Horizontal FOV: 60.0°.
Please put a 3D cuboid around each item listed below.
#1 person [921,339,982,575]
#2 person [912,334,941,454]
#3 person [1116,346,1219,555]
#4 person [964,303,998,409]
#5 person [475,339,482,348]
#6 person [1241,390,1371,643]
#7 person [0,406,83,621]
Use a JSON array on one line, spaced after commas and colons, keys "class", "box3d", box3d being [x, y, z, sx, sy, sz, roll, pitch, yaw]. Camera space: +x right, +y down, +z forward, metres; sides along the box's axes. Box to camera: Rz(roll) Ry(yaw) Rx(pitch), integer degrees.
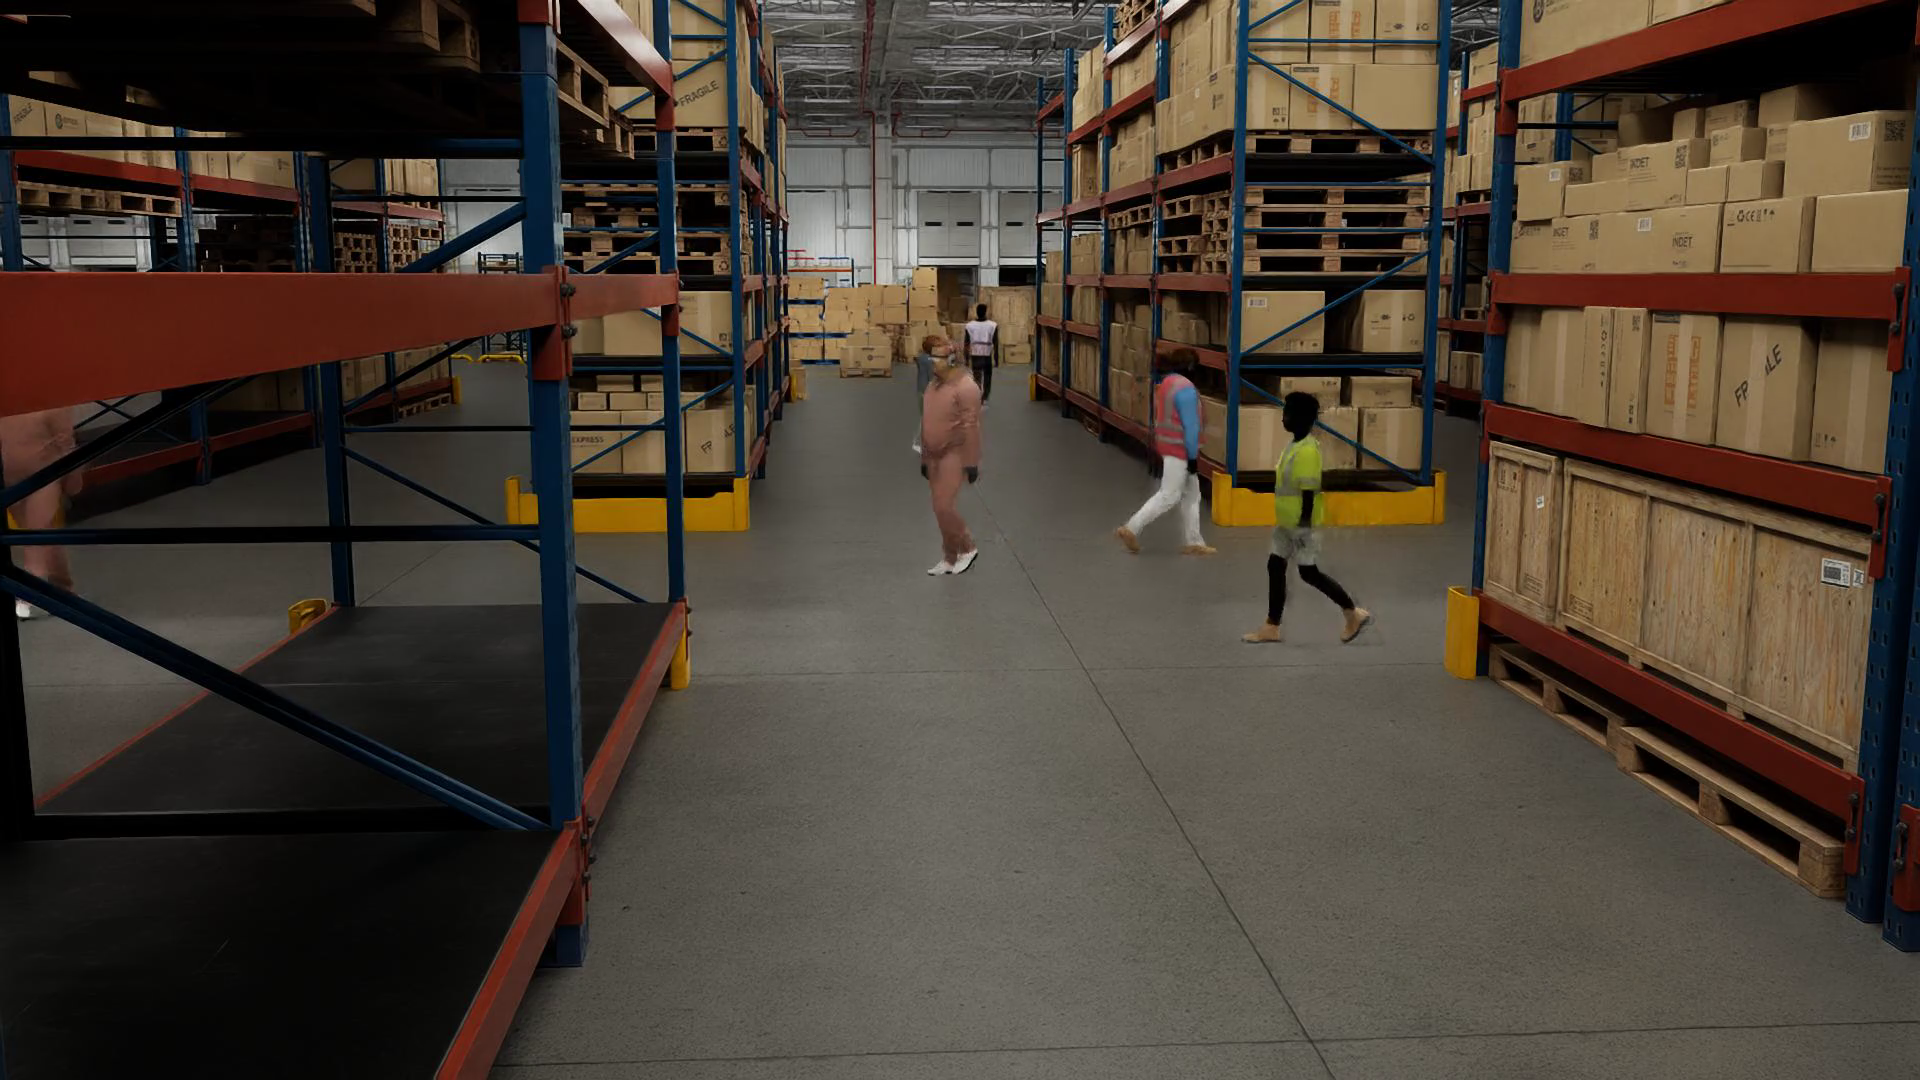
[{"class": "person", "box3d": [-0.126, -0.643, 13.238, 0.431, 1.894, 0.674, -6, 11, -34]}, {"class": "person", "box3d": [-0.457, -1.956, 22.386, 0.390, 1.617, 0.647, -3, 10, -20]}, {"class": "person", "box3d": [1.779, -0.744, 14.189, 0.858, 1.811, 0.635, -1, 9, -5]}, {"class": "person", "box3d": [0.378, -3.317, 30.010, 0.618, 1.899, 0.565, 0, 9, 0]}, {"class": "person", "box3d": [-15.915, -7.310, 55.061, 0.609, 1.909, 0.438, 0, 9, -2]}, {"class": "person", "box3d": [2.264, -0.133, 10.759, 0.758, 1.673, 0.537, 0, 9, -2]}, {"class": "person", "box3d": [-6.562, -0.361, 11.628, 0.643, 1.840, 1.006, 1, 9, 5]}]
